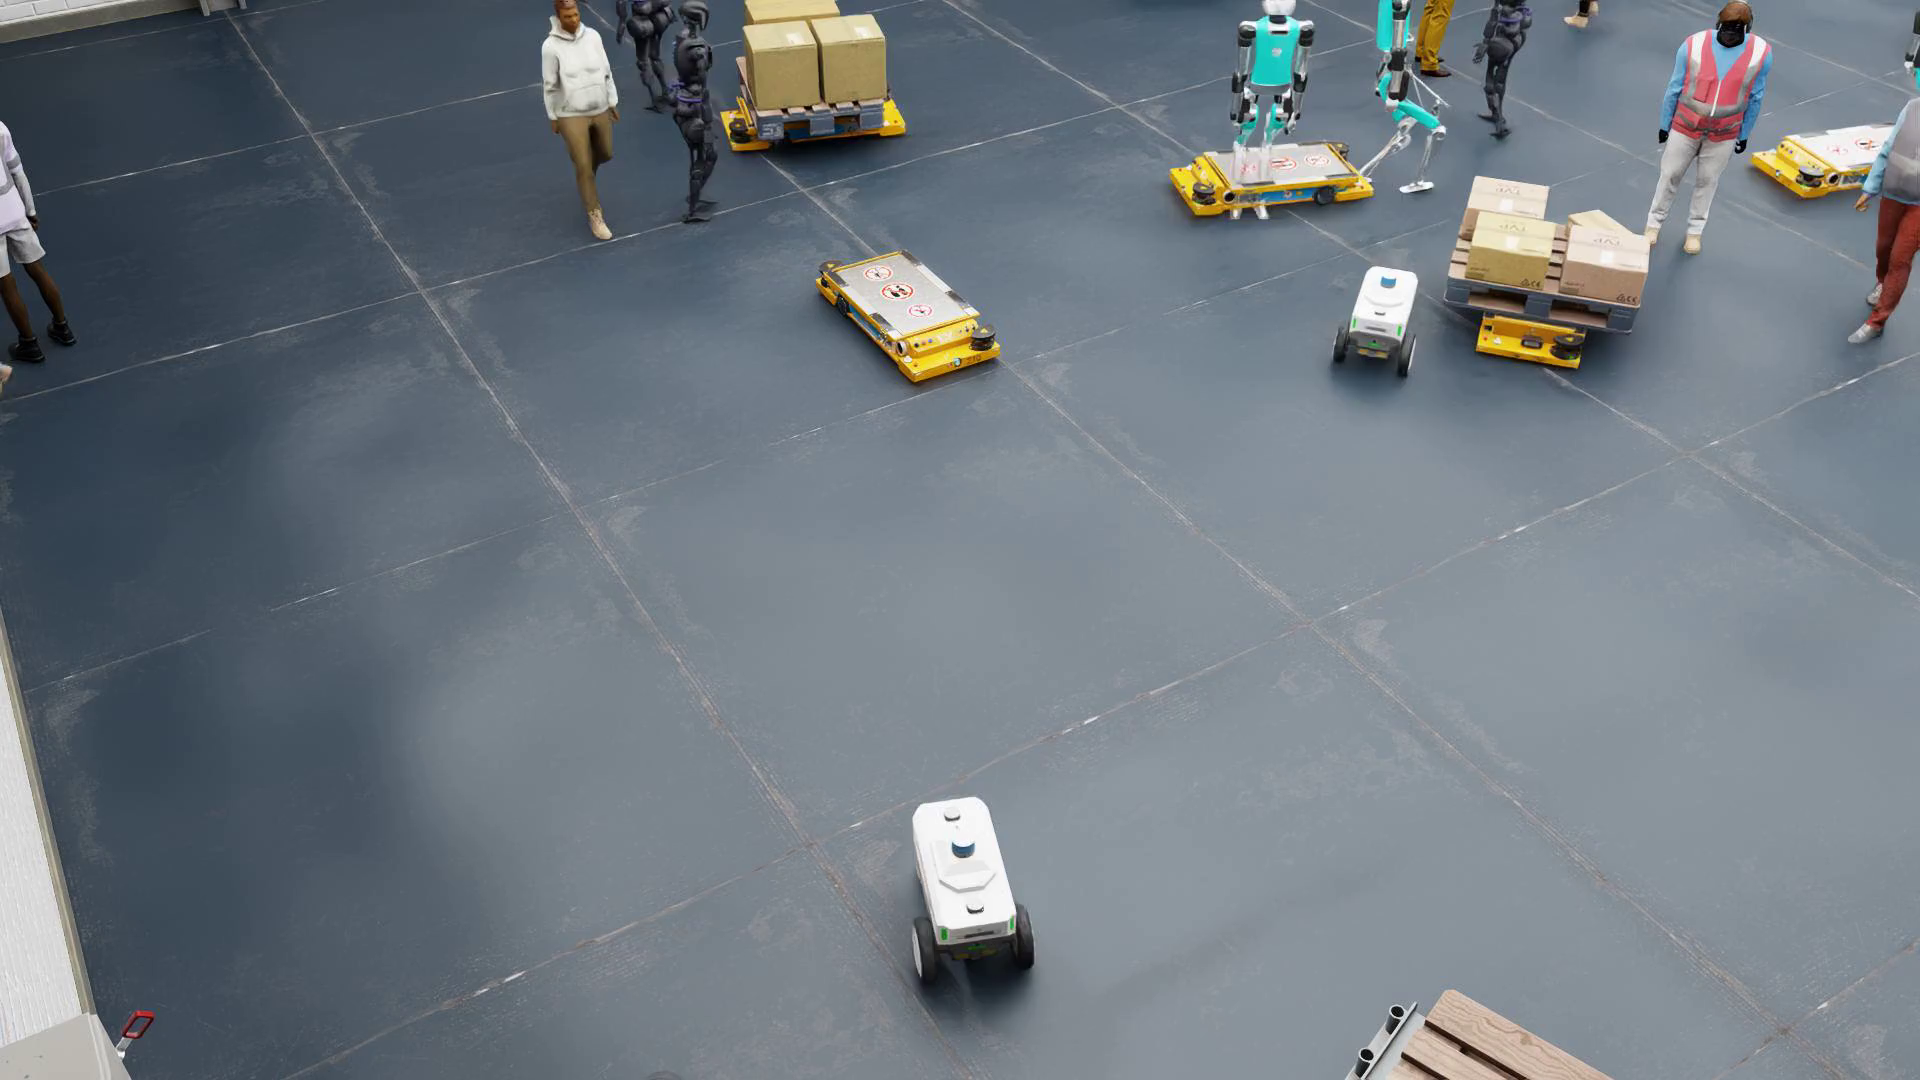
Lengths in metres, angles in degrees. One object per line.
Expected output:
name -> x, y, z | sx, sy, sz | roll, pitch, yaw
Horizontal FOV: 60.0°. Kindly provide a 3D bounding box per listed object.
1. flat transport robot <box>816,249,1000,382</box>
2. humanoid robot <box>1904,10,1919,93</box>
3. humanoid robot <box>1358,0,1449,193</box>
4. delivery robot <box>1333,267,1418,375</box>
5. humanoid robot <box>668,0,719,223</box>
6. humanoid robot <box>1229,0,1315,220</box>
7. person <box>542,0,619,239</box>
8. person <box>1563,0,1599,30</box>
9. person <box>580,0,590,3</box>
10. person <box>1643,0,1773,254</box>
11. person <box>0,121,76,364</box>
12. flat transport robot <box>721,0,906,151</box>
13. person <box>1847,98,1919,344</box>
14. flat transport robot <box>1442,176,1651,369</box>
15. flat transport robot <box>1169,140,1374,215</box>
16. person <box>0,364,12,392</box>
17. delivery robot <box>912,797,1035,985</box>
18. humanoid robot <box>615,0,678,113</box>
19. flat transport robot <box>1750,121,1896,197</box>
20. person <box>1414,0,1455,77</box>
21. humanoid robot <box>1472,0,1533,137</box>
flat transport robot -> -0.373, -1.553, 11.252 | 0.659, 0.231, 1.431 | -20, 43, -23
humanoid robot -> 7.553, -3.638, 12.705 | 0.553, 1.790, 0.770 | 1, 38, 2
humanoid robot -> 3.414, -3.431, 12.464 | 0.886, 1.784, 0.573 | 1, 38, 1
delivery robot -> 2.772, -1.480, 10.918 | 0.499, 0.581, 0.768 | 13, 40, 15
humanoid robot -> -1.933, -3.101, 12.072 | 0.357, 1.642, 0.609 | -17, 41, -20
humanoid robot -> 2.197, -3.174, 12.103 | 0.532, 1.768, 0.732 | 0, 38, 0
person -> -2.757, -3.116, 12.044 | 0.522, 1.746, 0.721 | -24, 44, -27
person -> 5.737, -5.482, 15.073 | 0.530, 1.677, 0.407 | -22, 43, -25
person -> -3.523, -5.977, 15.576 | 0.558, 1.836, 0.382 | -20, 43, -23
person -> 5.235, -2.893, 11.690 | 0.628, 1.836, 0.431 | 13, 40, 16
person -> -6.112, -2.029, 10.510 | 0.354, 1.937, 0.550 | 21, 43, 24
flat transport robot -> -1.216, -3.481, 13.684 | 1.431, 0.231, 0.659 | -9, 39, -11
person -> 6.246, -2.248, 10.885 | 0.857, 1.851, 0.554 | -24, 44, -27
flat transport robot -> 3.950, -1.647, 11.370 | 0.659, 0.231, 1.431 | 13, 40, 15
flat transport robot -> 2.398, -2.790, 12.812 | 1.431, 0.231, 0.659 | -8, 39, -10
person -> -6.297, -1.452, 9.846 | 0.762, 1.871, 0.592 | -18, 42, -21
delivery robot -> 0.019, 1.510, 7.169 | 0.499, 0.610, 0.788 | -7, 39, -9
humanoid robot -> -2.567, -4.318, 13.633 | 0.386, 1.655, 0.613 | 26, 45, 29
flat transport robot -> 7.044, -2.990, 13.064 | 1.431, 0.231, 0.659 | -10, 39, -12
person -> 4.186, -4.858, 14.235 | 0.343, 1.747, 0.529 | 2, 38, 2
humanoid robot -> 4.383, -4.031, 13.275 | 0.406, 1.683, 0.589 | 27, 46, 30
